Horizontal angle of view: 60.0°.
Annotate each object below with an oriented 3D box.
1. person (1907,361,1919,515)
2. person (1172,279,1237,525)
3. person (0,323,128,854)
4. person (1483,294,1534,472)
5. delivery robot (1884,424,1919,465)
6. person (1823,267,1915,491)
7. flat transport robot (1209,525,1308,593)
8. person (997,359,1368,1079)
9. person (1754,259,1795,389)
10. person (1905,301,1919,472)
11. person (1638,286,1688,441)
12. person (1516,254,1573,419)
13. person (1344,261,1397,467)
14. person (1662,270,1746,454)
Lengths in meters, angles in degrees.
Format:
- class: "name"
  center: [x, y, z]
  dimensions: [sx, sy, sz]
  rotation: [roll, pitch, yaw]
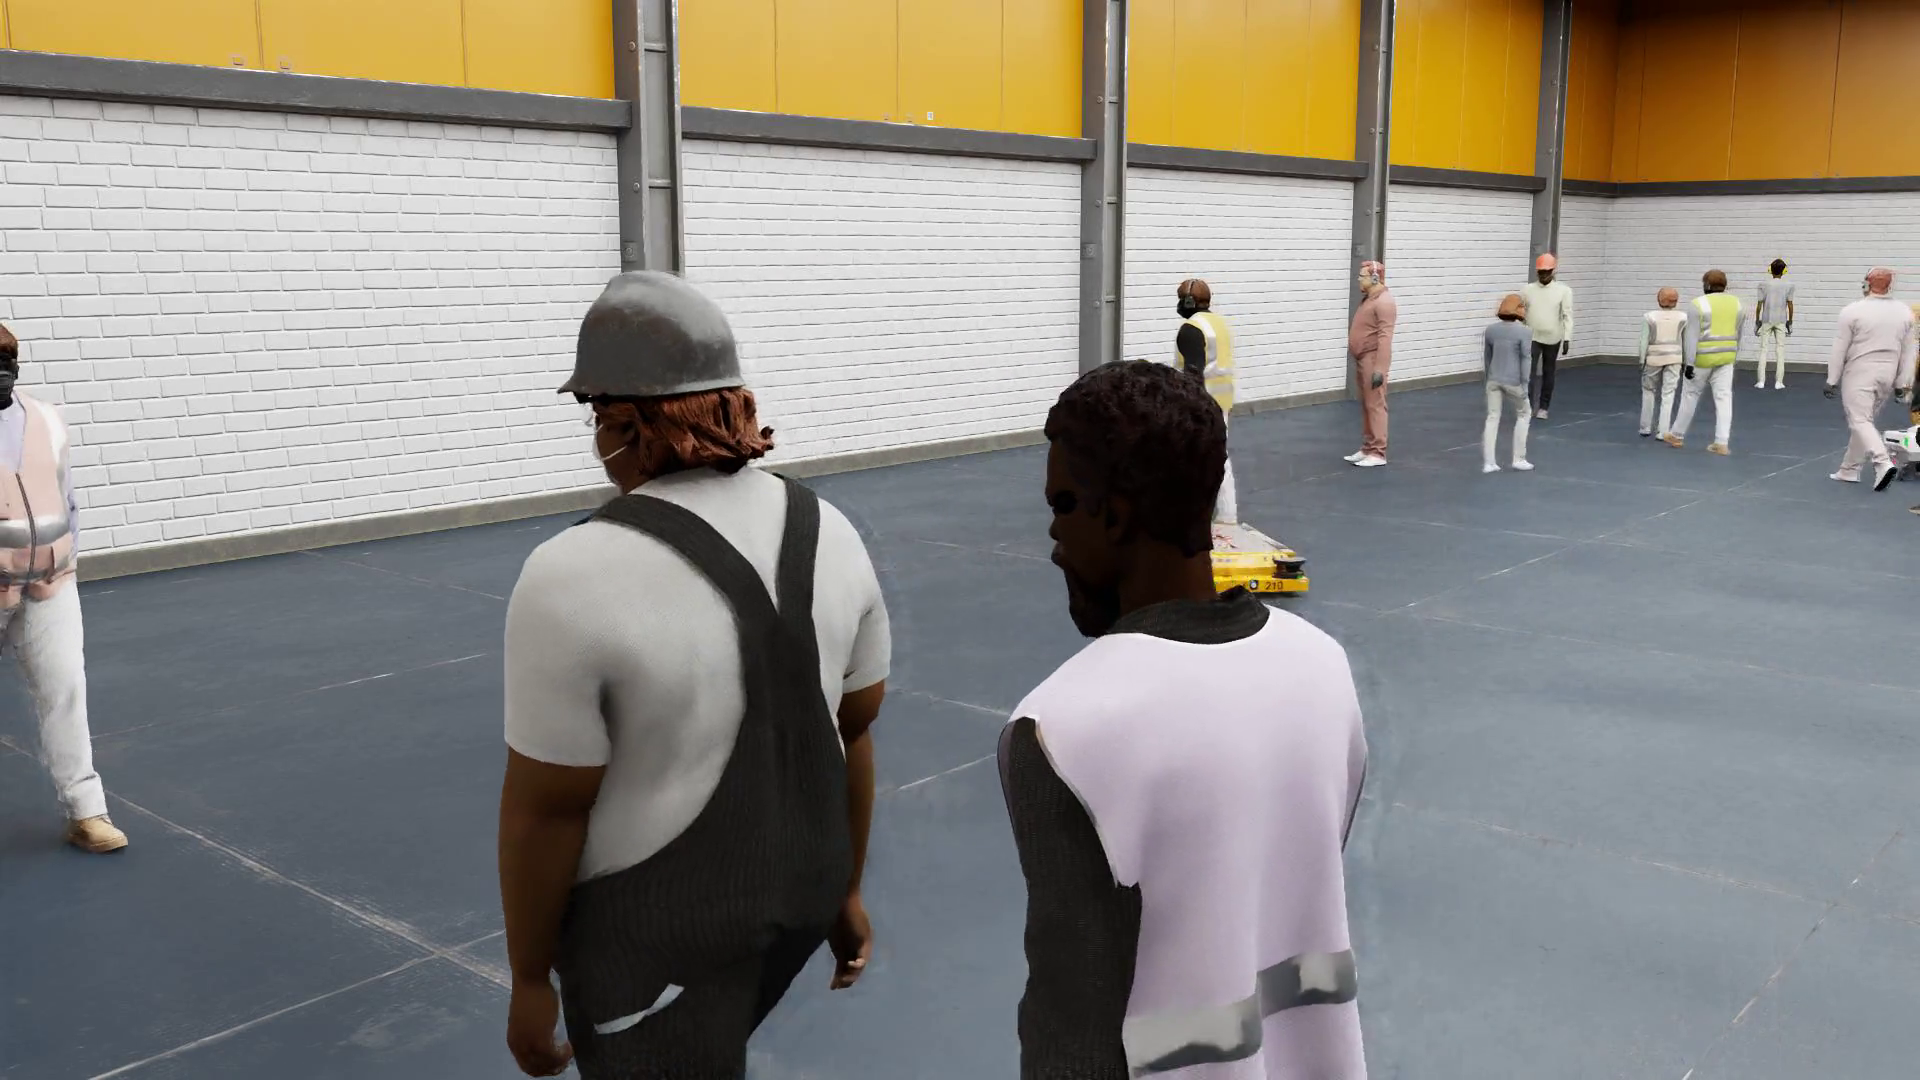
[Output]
- class: "person"
  center: [7.353, -1.142, 12.531]
  dimensions: [0.534, 1.947, 0.643]
  rotation: [1, 10, 6]
- class: "person"
  center: [1.743, -0.931, 11.779]
  dimensions: [0.524, 1.807, 0.637]
  rotation: [6, 12, 30]
- class: "person"
  center: [-3.290, 0.146, 5.655]
  dimensions: [0.962, 1.799, 0.641]
  rotation: [7, 12, 33]
- class: "person"
  center: [4.994, -1.417, 15.079]
  dimensions: [0.633, 1.610, 0.510]
  rotation: [-9, 13, -41]
- class: "delivery robot"
  center: [8.488, -0.845, 14.556]
  dimensions: [0.707, 0.478, 0.477]
  rotation: [-1, 10, -6]
- class: "person"
  center: [7.720, -1.368, 14.059]
  dimensions: [0.645, 1.874, 0.925]
  rotation: [-1, 10, -8]
- class: "flat transport robot"
  center: [1.613, 0.093, 10.285]
  dimensions: [0.652, 0.197, 1.431]
  rotation: [-1, 10, -7]
- class: "person"
  center: [0.216, 0.730, 2.038]
  dimensions: [0.612, 1.889, 0.668]
  rotation: [-9, 14, -43]
- class: "person"
  center: [11.745, -3.114, 24.000]
  dimensions: [0.508, 1.872, 0.329]
  rotation: [5, 11, 25]
- class: "person"
  center: [8.644, -1.503, 14.677]
  dimensions: [0.563, 1.915, 0.468]
  rotation: [4, 11, 20]
- class: "person"
  center: [7.449, -1.872, 17.643]
  dimensions: [0.535, 1.605, 0.744]
  rotation: [2, 10, 14]
- class: "person"
  center: [6.810, -2.354, 19.448]
  dimensions: [0.649, 1.939, 1.005]
  rotation: [5, 11, 25]
- class: "person"
  center: [3.809, -1.630, 15.480]
  dimensions: [0.405, 1.901, 0.690]
  rotation: [0, 10, -2]
- class: "person"
  center: [7.450, -1.785, 16.628]
  dimensions: [0.652, 1.799, 0.915]
  rotation: [-1, 10, -7]
